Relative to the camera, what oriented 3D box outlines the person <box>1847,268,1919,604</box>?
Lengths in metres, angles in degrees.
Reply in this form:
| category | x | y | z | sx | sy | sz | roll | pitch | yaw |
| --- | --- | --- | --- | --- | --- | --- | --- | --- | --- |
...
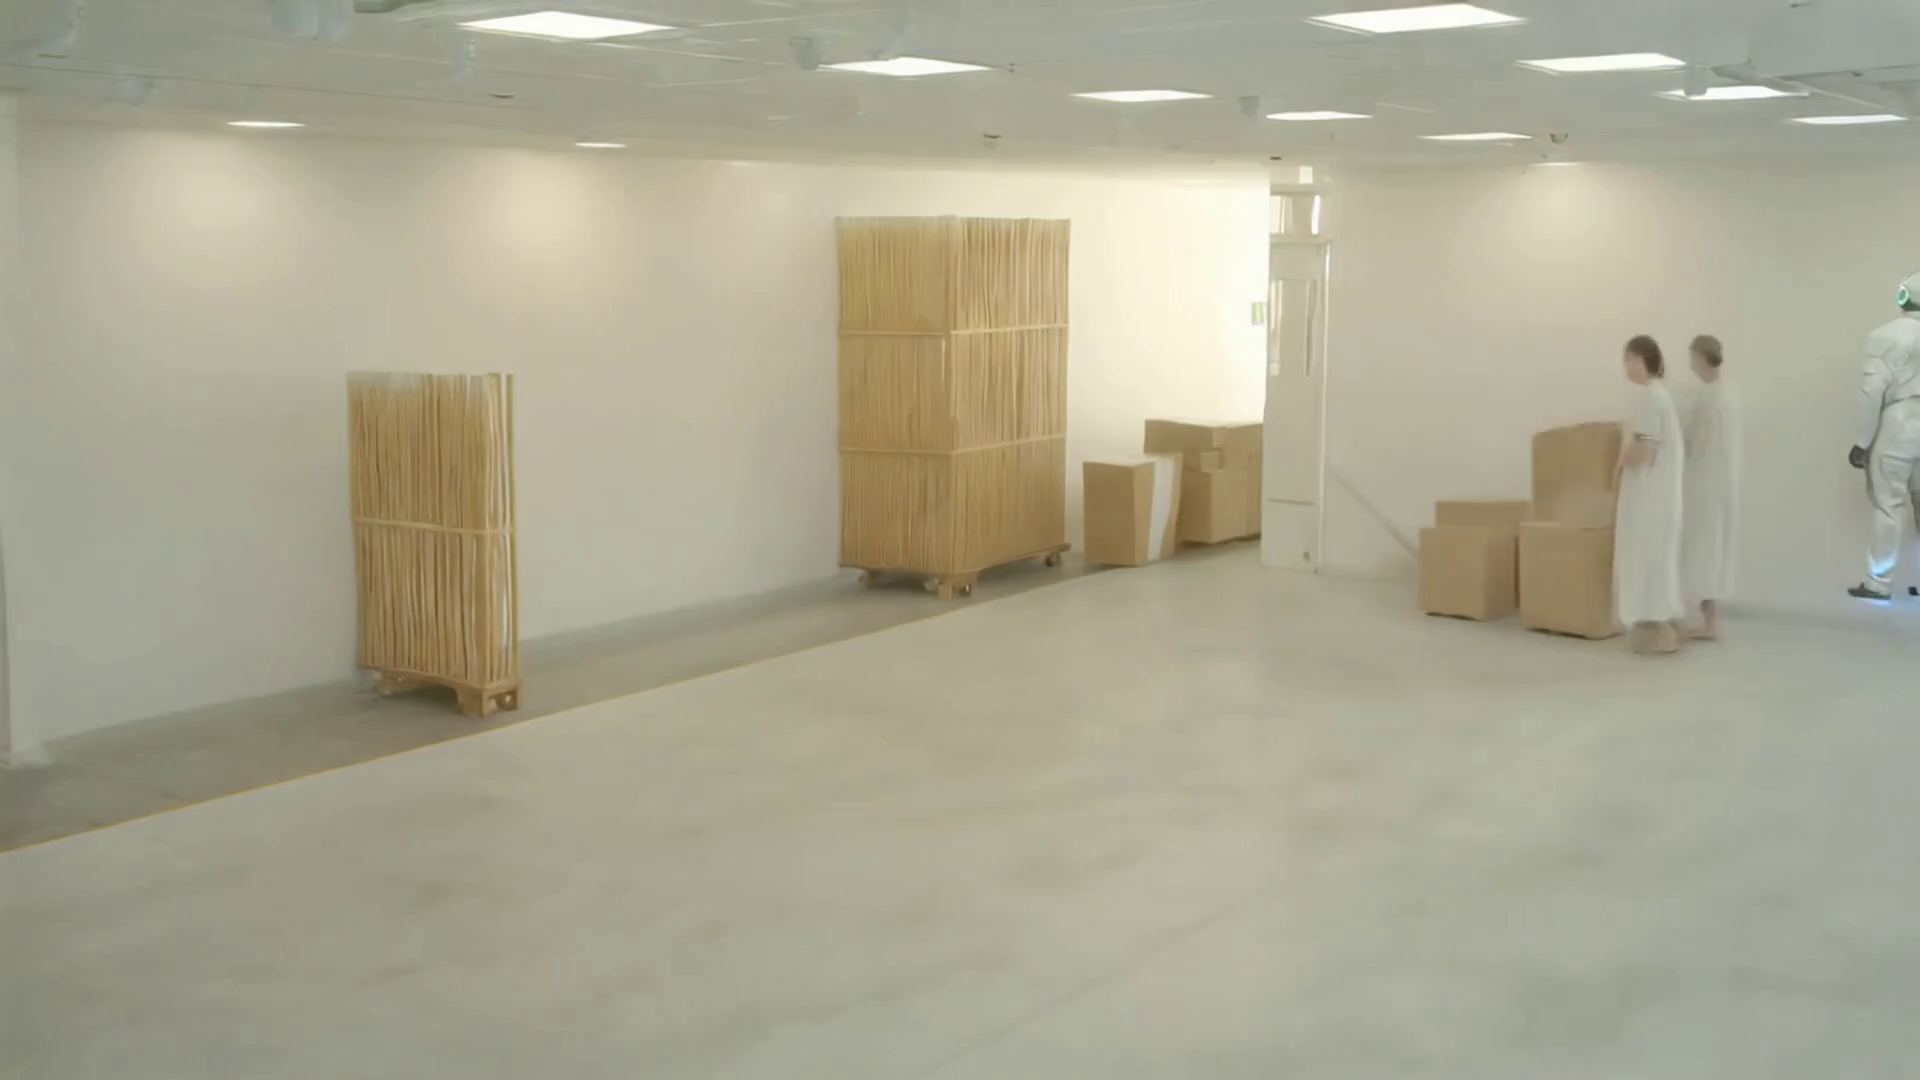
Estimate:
| category | x | y | z | sx | sy | sz | roll | pitch | yaw |
| --- | --- | --- | --- | --- | --- | --- | --- | --- | --- |
| person | 5.388 | -0.586 | 9.472 | 0.652 | 1.906 | 0.403 | 0 | 10 | -2 |
